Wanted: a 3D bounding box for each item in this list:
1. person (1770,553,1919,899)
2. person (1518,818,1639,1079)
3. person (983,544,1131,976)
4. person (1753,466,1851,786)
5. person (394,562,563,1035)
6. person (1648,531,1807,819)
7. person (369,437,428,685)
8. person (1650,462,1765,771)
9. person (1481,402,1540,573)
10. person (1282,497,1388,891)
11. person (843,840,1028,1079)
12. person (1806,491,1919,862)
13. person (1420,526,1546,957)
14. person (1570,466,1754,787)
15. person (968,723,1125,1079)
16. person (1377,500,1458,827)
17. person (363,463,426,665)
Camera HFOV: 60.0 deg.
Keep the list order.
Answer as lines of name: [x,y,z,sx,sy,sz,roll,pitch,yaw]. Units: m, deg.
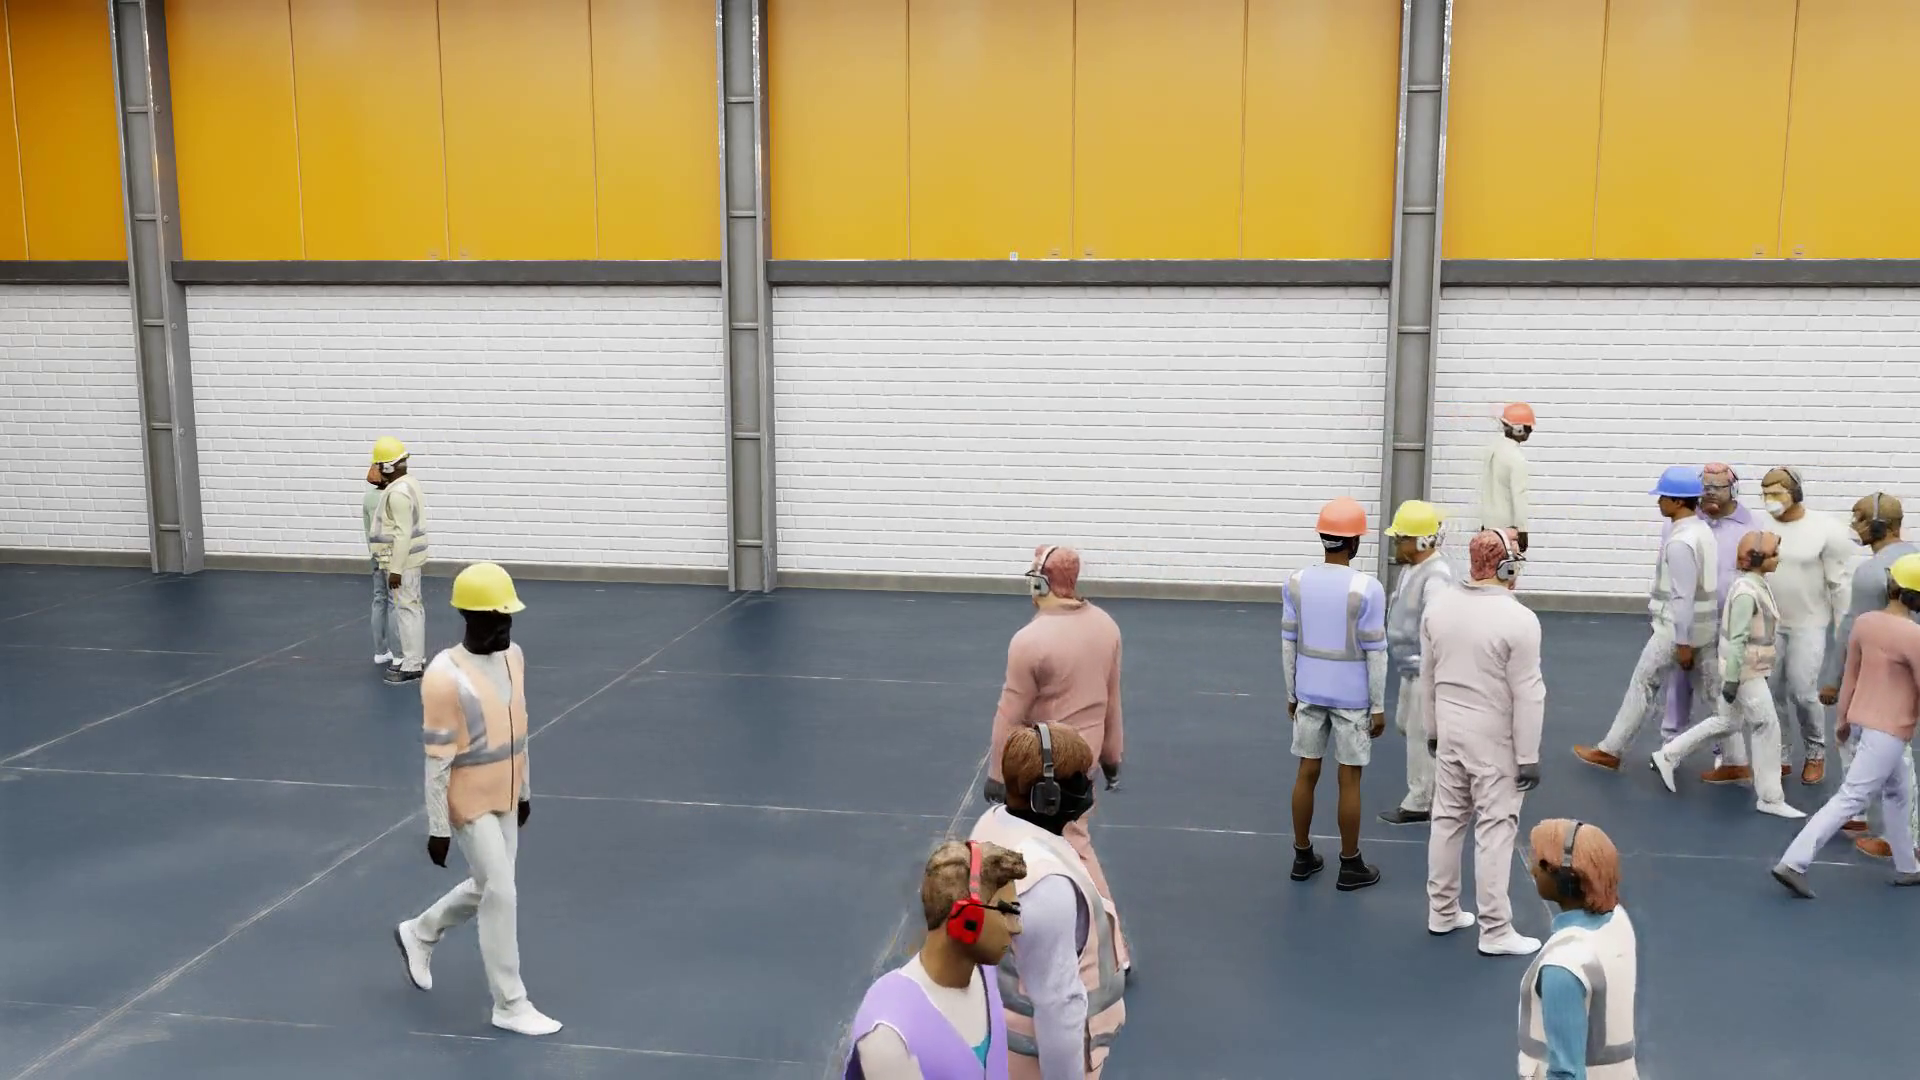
person: [4.387,0.897,8.008,0.954,1.706,0.518,-1,9,-4]
person: [1.596,1.520,4.499,0.869,1.593,0.518,8,12,40]
person: [0.411,0.940,7.277,0.990,1.857,0.663,8,12,41]
person: [4.869,0.509,9.789,0.493,1.908,0.654,-8,12,-39]
person: [-1.981,1.016,6.687,0.789,1.904,0.592,3,10,18]
person: [4.348,0.725,9.354,0.782,1.607,0.517,5,10,28]
person: [-4.127,0.149,12.244,0.403,1.824,0.586,-2,9,-11]
person: [4.477,0.479,9.953,0.655,1.906,0.407,6,11,33]
person: [4.473,-0.141,13.554,0.445,1.973,0.657,-1,9,-5]
person: [1.845,0.752,8.178,0.544,1.939,0.355,7,12,37]
person: [-0.018,1.556,3.688,0.992,1.773,0.608,5,11,30]
person: [4.668,0.700,8.581,0.723,1.907,0.640,9,13,44]
person: [2.352,0.887,7.440,0.400,1.910,0.643,-5,10,-28]
person: [4.251,0.507,9.840,1.016,1.895,0.613,8,12,40]
person: [0.230,1.393,4.522,0.429,1.844,0.623,-2,9,-14]
person: [2.584,0.676,9.035,0.617,1.810,0.615,0,9,2]
person: [-4.369,0.160,12.763,0.498,1.633,0.285,7,12,37]
